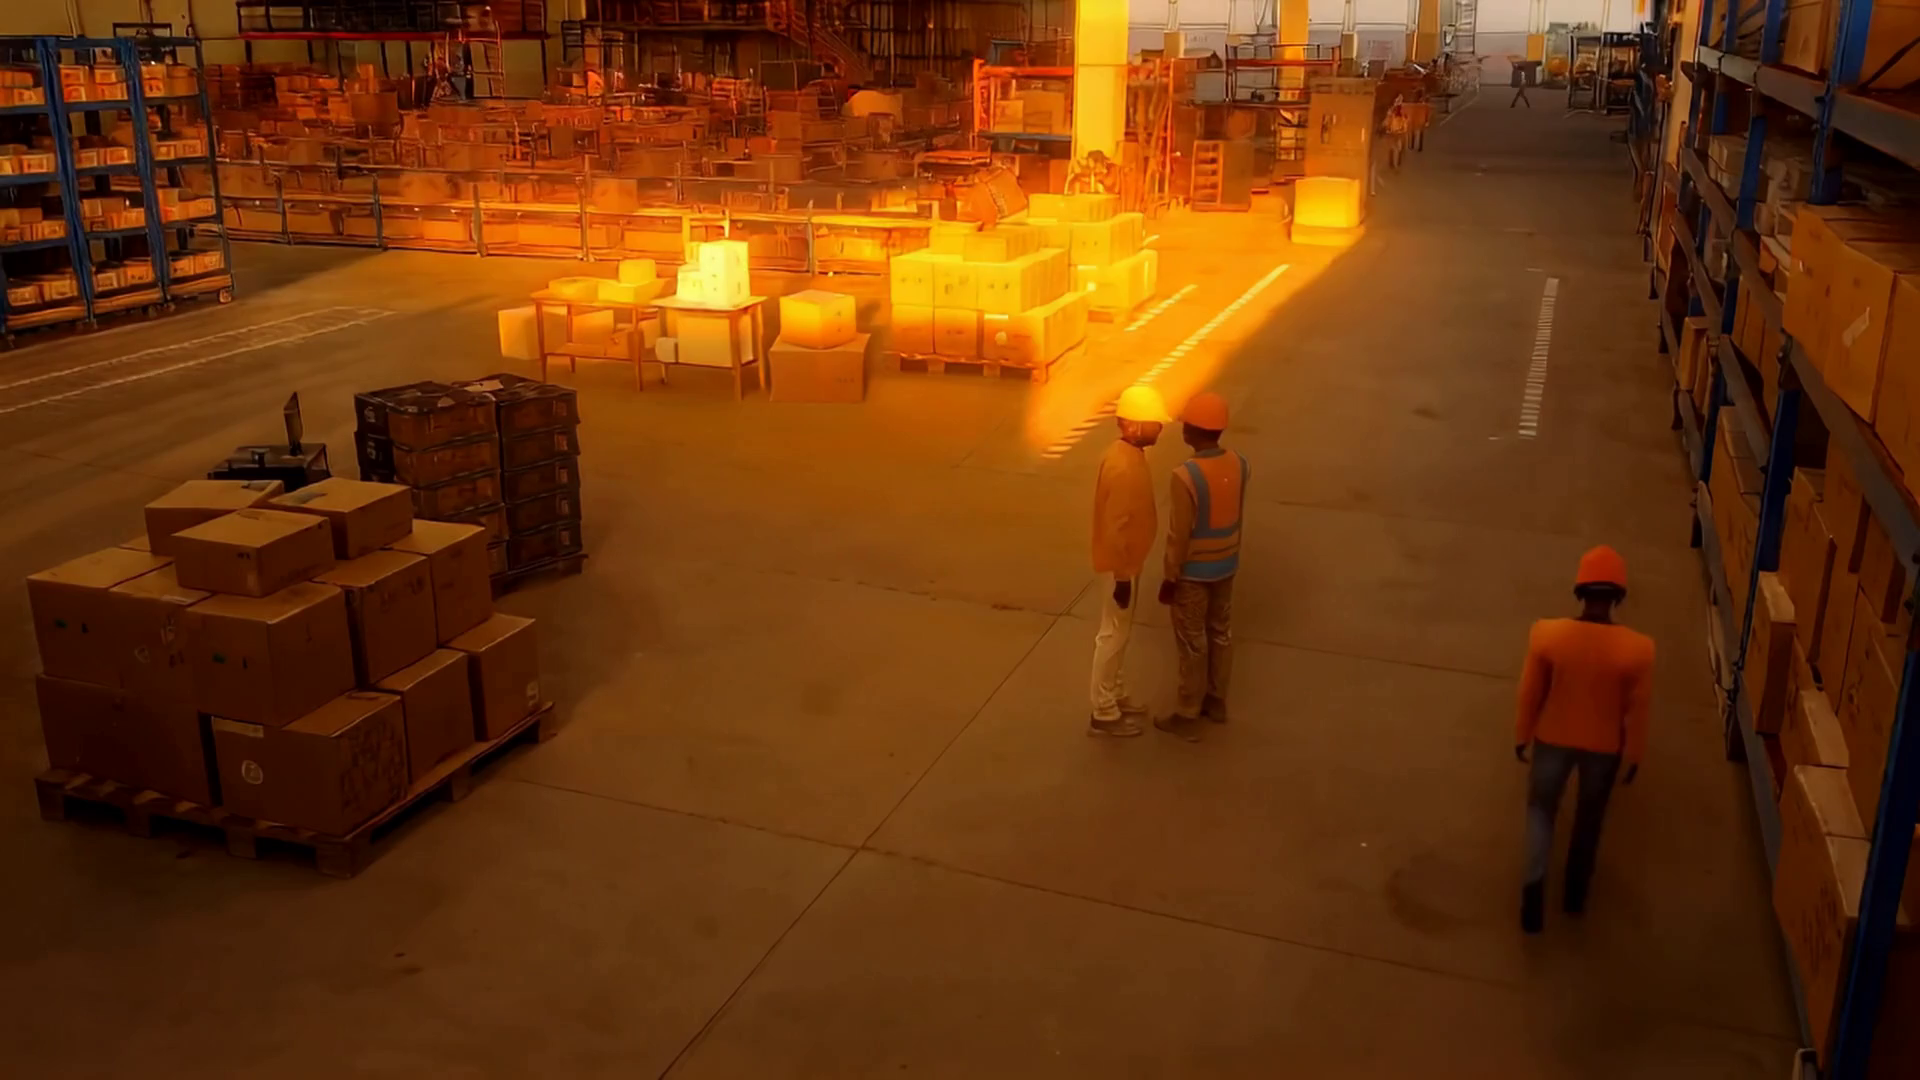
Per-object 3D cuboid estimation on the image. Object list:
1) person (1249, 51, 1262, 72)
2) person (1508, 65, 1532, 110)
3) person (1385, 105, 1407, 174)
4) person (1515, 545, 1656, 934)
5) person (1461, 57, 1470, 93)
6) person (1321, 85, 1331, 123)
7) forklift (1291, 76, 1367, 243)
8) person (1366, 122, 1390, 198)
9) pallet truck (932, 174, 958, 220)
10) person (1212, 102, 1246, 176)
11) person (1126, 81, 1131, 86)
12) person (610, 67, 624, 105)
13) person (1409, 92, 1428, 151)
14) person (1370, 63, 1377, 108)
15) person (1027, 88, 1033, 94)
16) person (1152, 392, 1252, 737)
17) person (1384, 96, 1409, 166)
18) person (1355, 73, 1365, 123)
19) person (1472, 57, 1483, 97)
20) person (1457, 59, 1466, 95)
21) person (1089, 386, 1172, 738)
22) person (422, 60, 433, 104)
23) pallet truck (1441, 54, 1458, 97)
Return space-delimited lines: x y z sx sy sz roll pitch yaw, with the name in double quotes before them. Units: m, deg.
"person" 15.605 -24.803 87.709 0.613 1.895 0.824 11 21 30
"person" 23.074 -18.569 68.233 0.901 1.819 0.511 -2 18 -6
"person" 10.801 -9.911 41.250 0.540 1.682 0.512 3 18 9
"person" 2.680 0.885 7.217 0.534 1.748 0.673 7 19 22
"person" 25.177 -23.231 83.054 0.510 1.691 0.887 3 18 10
"person" 11.740 -13.782 53.340 0.546 1.729 0.875 -10 20 -29
"forklift" 6.598 -6.755 29.381 1.129 2.768 1.873 6 19 19
"person" 9.073 -8.230 36.066 0.427 1.621 0.501 6 19 18
"pallet truck" -0.507 -5.292 27.348 0.653 1.274 1.630 6 19 19
"person" 6.464 -9.483 39.605 0.954 1.857 0.651 13 22 34
"person" 6.053 -16.123 60.249 0.379 1.996 0.608 -2 18 -5
"person" -12.141 -15.743 59.029 0.599 2.012 0.640 -11 21 -30
"person" 13.360 -12.203 48.479 0.541 1.663 0.852 1 18 3
"person" 17.088 -18.810 68.899 0.315 1.869 0.526 5 18 15
"person" 2.009 -12.309 48.649 0.544 1.751 0.485 10 20 29
"person" 1.341 0.137 9.234 0.613 1.949 0.380 -16 24 -41
"person" 11.445 -10.733 43.647 0.618 1.782 0.944 4 18 13
"person" 13.268 -14.446 55.050 0.526 1.954 0.609 4 18 12
"person" 24.517 -21.861 78.557 0.649 1.820 0.615 -15 23 -40
"person" 24.161 -22.284 80.107 0.366 1.681 0.560 -1 18 -3
"person" 0.942 0.117 9.251 0.415 1.985 0.610 4 18 11
"person" -23.391 -20.089 72.964 0.638 1.845 0.577 -1 18 -3
"pallet truck" 22.765 -21.886 78.355 0.823 1.965 1.885 -4 18 -14
